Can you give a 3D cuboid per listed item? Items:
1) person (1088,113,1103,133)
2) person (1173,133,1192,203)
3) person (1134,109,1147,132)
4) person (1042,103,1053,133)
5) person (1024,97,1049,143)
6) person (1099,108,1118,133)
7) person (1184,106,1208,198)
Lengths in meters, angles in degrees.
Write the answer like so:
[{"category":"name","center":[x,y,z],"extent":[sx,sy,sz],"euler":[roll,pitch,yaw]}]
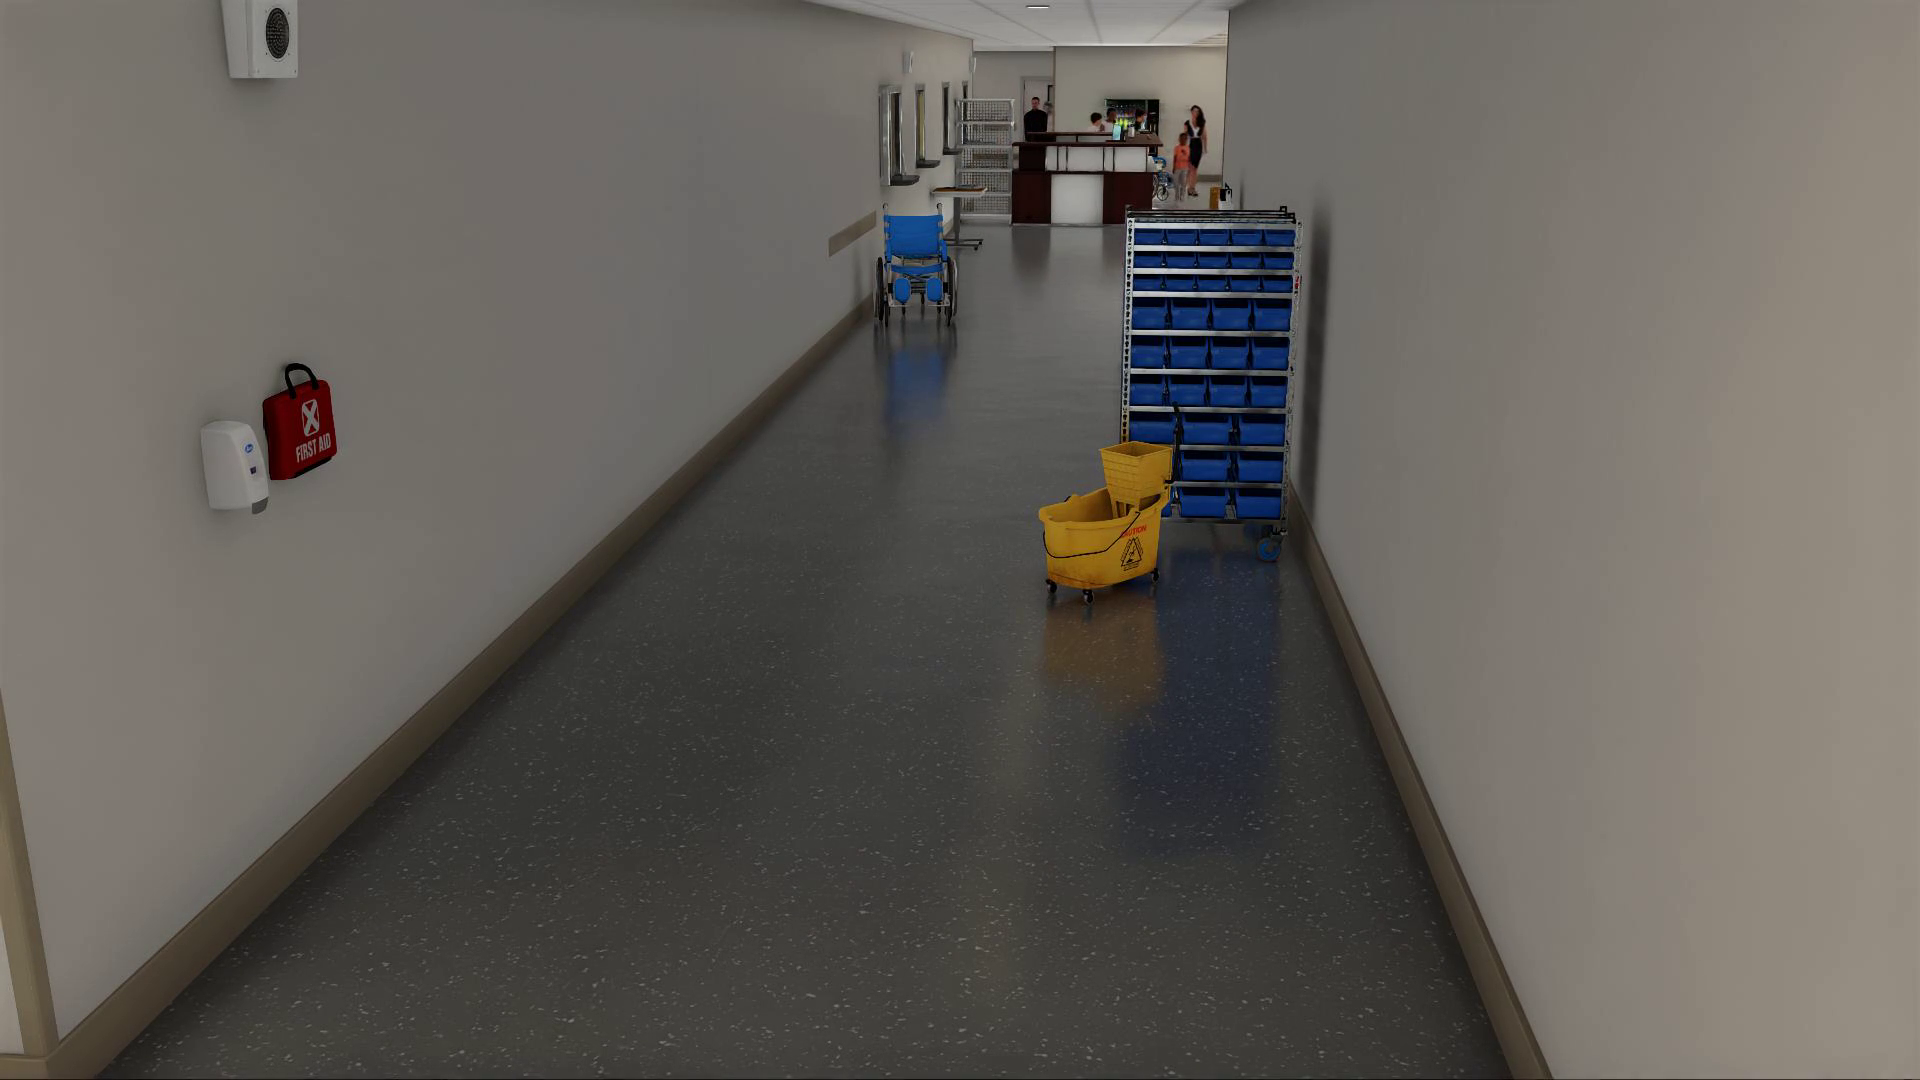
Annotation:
[{"category":"person","center":[2.617,-7.699,33.261],"extent":[0.772,1.644,0.680],"euler":[-3,16,-11]},{"category":"person","center":[4.242,-7.142,31.931],"extent":[0.709,1.294,0.539],"euler":[1,16,4]},{"category":"person","center":[3.491,-7.767,33.393],"extent":[0.773,1.704,0.666],"euler":[1,16,2]},{"category":"person","center":[2.149,-10.000,41.423],"extent":[1.182,1.644,1.154],"euler":[-14,21,-40]},{"category":"person","center":[1.663,-8.718,36.389],"extent":[0.502,1.909,0.733],"euler":[2,16,6]},{"category":"person","center":[3.190,-8.471,35.967],"extent":[1.078,1.663,1.099],"euler":[-11,19,-34]},{"category":"person","center":[4.614,-7.640,32.852],"extent":[1.087,1.752,0.796],"euler":[-2,16,-7]}]
